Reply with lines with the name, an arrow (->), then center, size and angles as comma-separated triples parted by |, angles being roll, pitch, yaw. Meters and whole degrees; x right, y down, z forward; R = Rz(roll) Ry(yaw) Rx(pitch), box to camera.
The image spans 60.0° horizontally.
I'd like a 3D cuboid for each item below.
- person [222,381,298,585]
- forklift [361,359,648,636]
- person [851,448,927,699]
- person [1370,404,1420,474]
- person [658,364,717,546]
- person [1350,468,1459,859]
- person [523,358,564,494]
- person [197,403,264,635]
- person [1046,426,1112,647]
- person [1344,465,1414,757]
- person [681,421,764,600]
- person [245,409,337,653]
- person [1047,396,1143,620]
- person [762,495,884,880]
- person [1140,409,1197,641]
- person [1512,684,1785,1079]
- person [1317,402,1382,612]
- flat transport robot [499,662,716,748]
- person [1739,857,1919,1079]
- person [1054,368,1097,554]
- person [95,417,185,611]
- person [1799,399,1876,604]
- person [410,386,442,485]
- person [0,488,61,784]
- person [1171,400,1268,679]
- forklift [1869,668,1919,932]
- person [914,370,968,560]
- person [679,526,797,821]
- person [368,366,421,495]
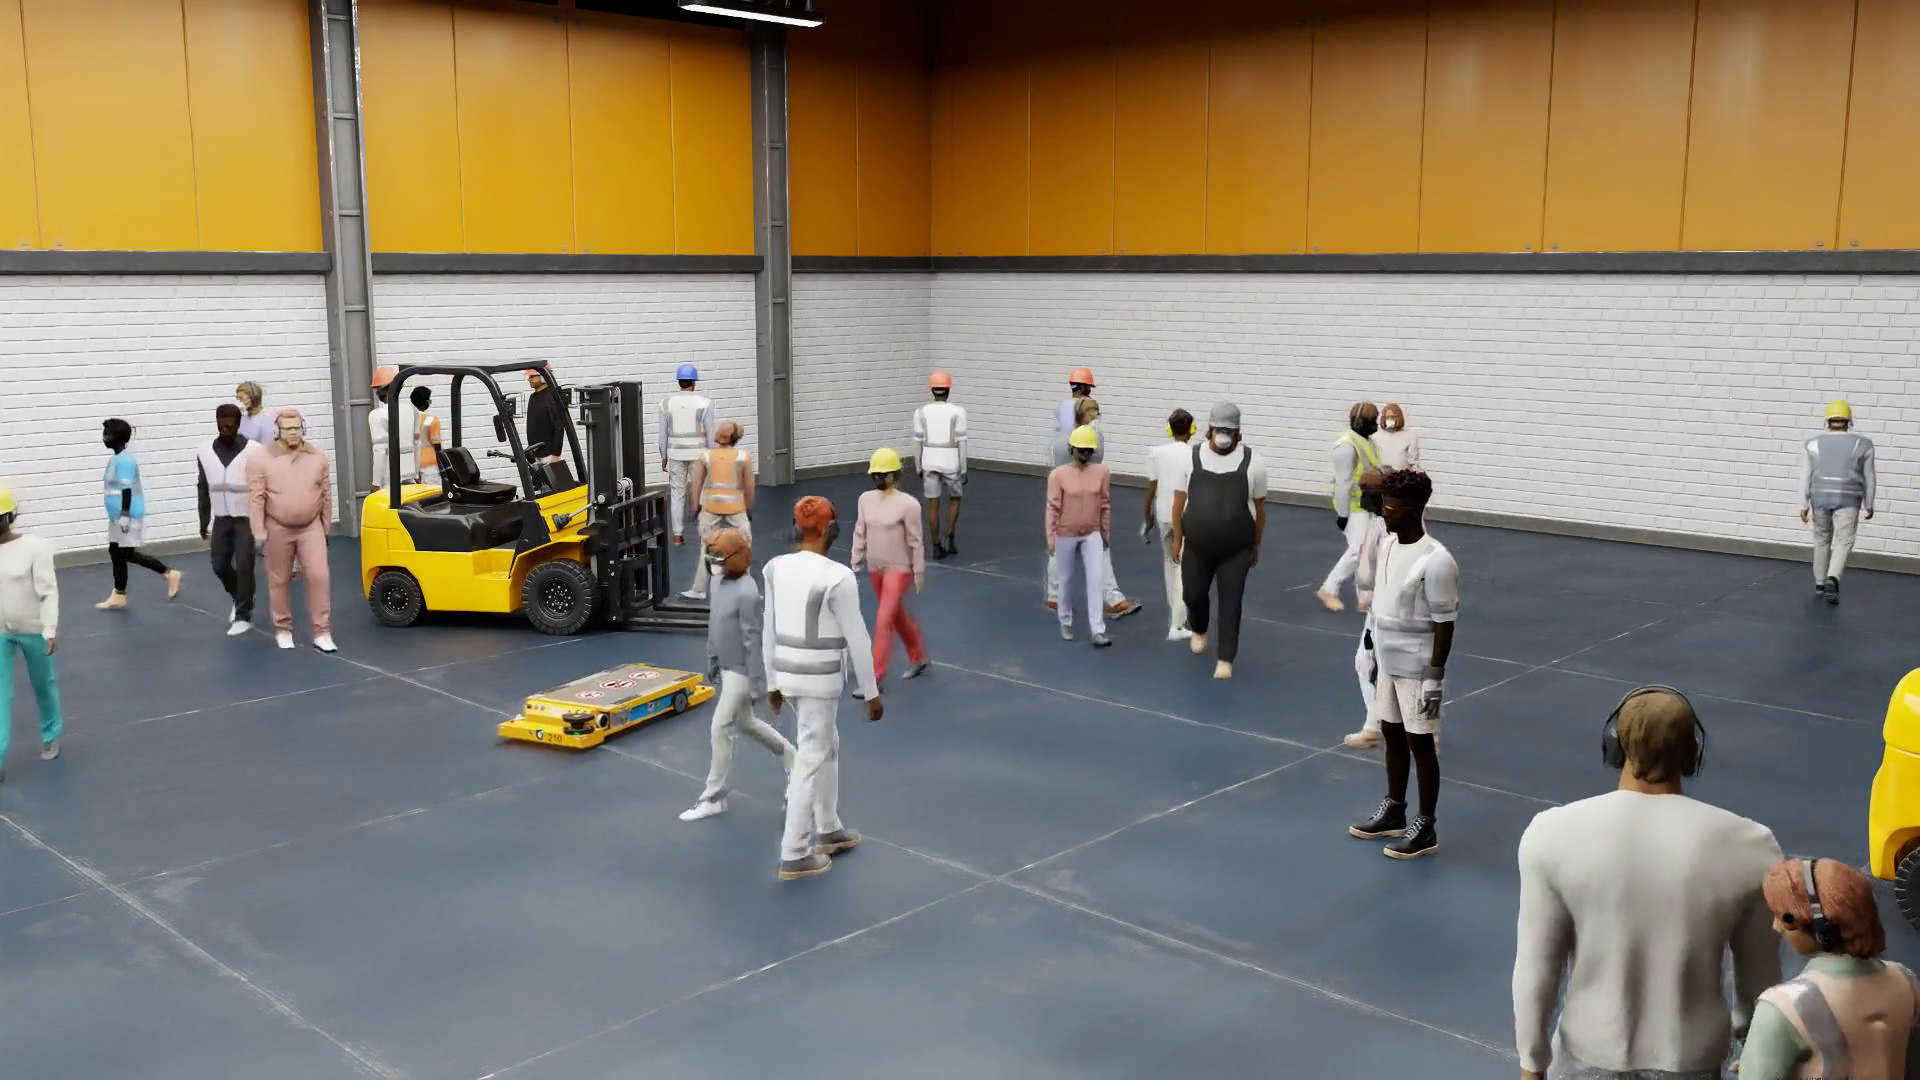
person -> -6.536, -0.505, 15.376 | 0.649, 1.907, 0.800 | 7, 12, 37
forklift -> -3.850, -0.407, 13.936 | 2.313, 2.155, 1.214 | 2, 9, 11
person -> -0.480, 0.197, 11.694 | 0.517, 1.720, 0.913 | 7, 12, 38
person -> 4.283, -0.546, 16.540 | 0.539, 1.611, 0.569 | 4, 10, 23
person -> -2.891, -0.899, 17.715 | 0.615, 1.942, 0.407 | 0, 9, 2
person -> 2.247, 0.613, 8.379 | 0.365, 1.964, 0.610 | -3, 10, -16
person -> -4.477, -0.950, 17.874 | 0.379, 1.996, 0.610 | -9, 13, -43
person -> -5.857, -0.182, 13.512 | 0.613, 1.890, 0.538 | 0, 9, 1
person -> 0.946, -0.018, 12.948 | 0.556, 1.724, 0.842 | -2, 9, -12
person -> 2.595, 0.441, 9.973 | 0.629, 1.794, 0.654 | 1, 9, 8
person -> -2.164, -0.248, 14.759 | 0.718, 1.617, 0.324 | 1, 9, 9
person -> -5.099, -0.054, 12.756 | 0.659, 1.879, 0.823 | -6, 11, -35
person -> 1.079, -0.254, 13.921 | 0.986, 1.887, 0.659 | 9, 13, 43
person -> -0.639, 0.702, 8.155 | 0.766, 1.853, 0.595 | -9, 13, -44
person -> 1.771, -0.145, 13.471 | 0.575, 1.819, 0.879 | 4, 10, 25
person -> 1.792, 1.296, 4.401 | 0.646, 1.903, 0.868 | 3, 10, 20
person -> 3.417, -0.264, 14.177 | 0.516, 1.835, 0.635 | 6, 11, 31
flat transport robot -> -2.274, 1.054, 10.863 | 0.652, 0.197, 1.431 | 5, 10, 26
person -> 2.047, 1.532, 3.828 | 0.551, 1.616, 0.504 | -5, 10, -27
person -> 1.238, -0.822, 17.293 | 0.542, 1.929, 0.374 | 9, 13, 44
person -> -7.184, -0.233, 14.429 | 0.632, 1.679, 0.542 | -7, 12, -38
person -> 7.787, -0.350, 14.806 | 0.595, 1.803, 0.834 | 7, 12, 37
person -> -5.846, -0.823, 18.050 | 0.538, 1.688, 0.318 | 3, 10, 18
person -> -5.507, 0.533, 9.670 | 0.540, 1.706, 0.954 | -2, 10, -13
person -> 1.888, -0.032, 12.108 | 0.687, 2.000, 0.683 | 2, 9, 12
forklift -> 5.205, 0.723, 7.013 | 2.313, 2.155, 1.214 | 9, 13, 43
person -> -0.179, -0.767, 16.972 | 0.578, 1.920, 0.530 | 2, 9, 11
person -> -1.147, 0.695, 9.005 | 0.772, 1.597, 0.520 | -5, 11, -29
person -> -5.339, -0.612, 15.663 | 0.395, 2.038, 0.615 | 4, 10, 23
